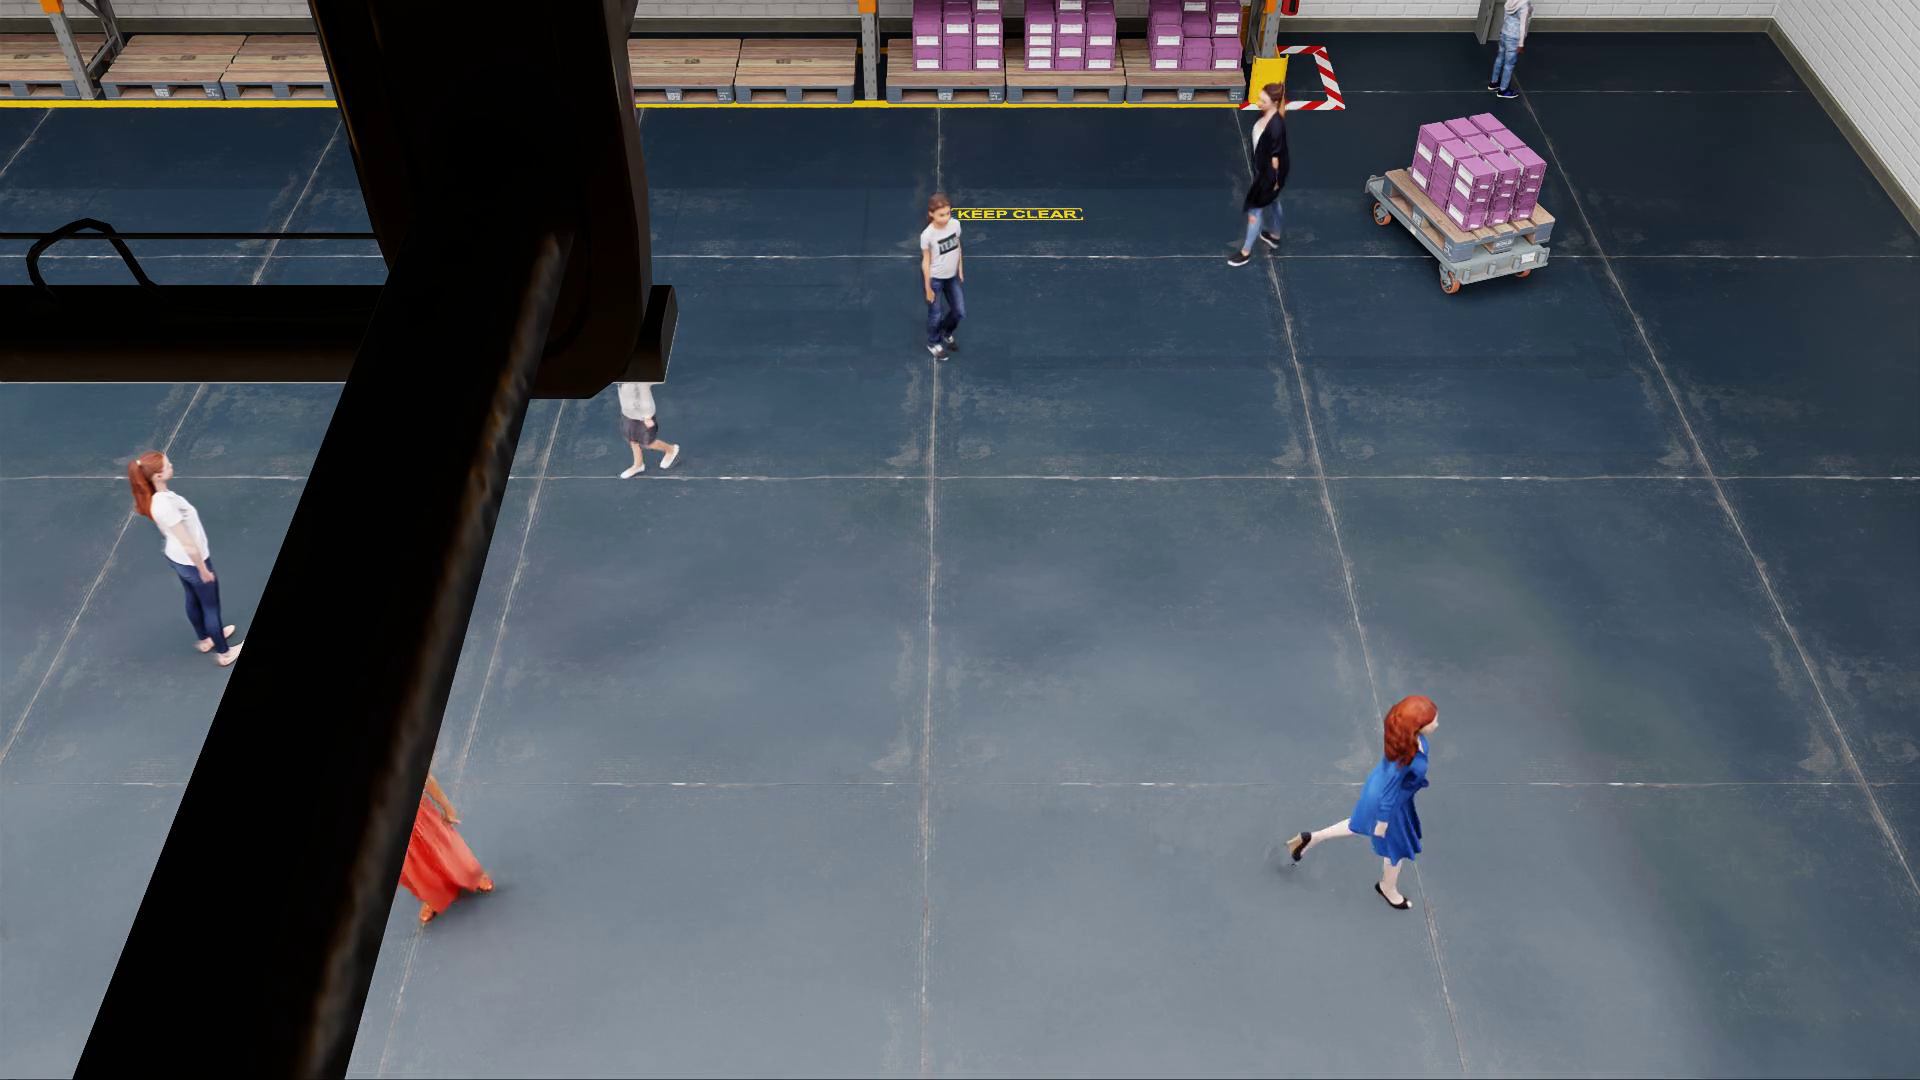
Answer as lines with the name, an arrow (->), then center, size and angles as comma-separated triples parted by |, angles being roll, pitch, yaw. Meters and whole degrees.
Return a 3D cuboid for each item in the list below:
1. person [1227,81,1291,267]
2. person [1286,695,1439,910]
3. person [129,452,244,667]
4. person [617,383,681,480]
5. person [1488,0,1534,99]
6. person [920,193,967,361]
person -> 2.709, -3.202, 14.422 | 0.752, 1.662, 0.718 | 2, 44, 3
person -> 2.346, 1.456, 9.428 | 1.093, 1.805, 0.808 | 12, 45, 12
person -> -5.059, 0.133, 10.867 | 0.630, 1.736, 0.693 | 33, 53, 30
person -> -2.356, -1.008, 12.403 | 0.801, 1.270, 0.714 | -26, 49, -25
person -> 5.544, -5.076, 16.680 | 0.555, 1.261, 0.530 | -11, 45, -11
person -> -0.194, -2.162, 13.413 | 0.663, 1.547, 0.738 | -25, 49, -24
